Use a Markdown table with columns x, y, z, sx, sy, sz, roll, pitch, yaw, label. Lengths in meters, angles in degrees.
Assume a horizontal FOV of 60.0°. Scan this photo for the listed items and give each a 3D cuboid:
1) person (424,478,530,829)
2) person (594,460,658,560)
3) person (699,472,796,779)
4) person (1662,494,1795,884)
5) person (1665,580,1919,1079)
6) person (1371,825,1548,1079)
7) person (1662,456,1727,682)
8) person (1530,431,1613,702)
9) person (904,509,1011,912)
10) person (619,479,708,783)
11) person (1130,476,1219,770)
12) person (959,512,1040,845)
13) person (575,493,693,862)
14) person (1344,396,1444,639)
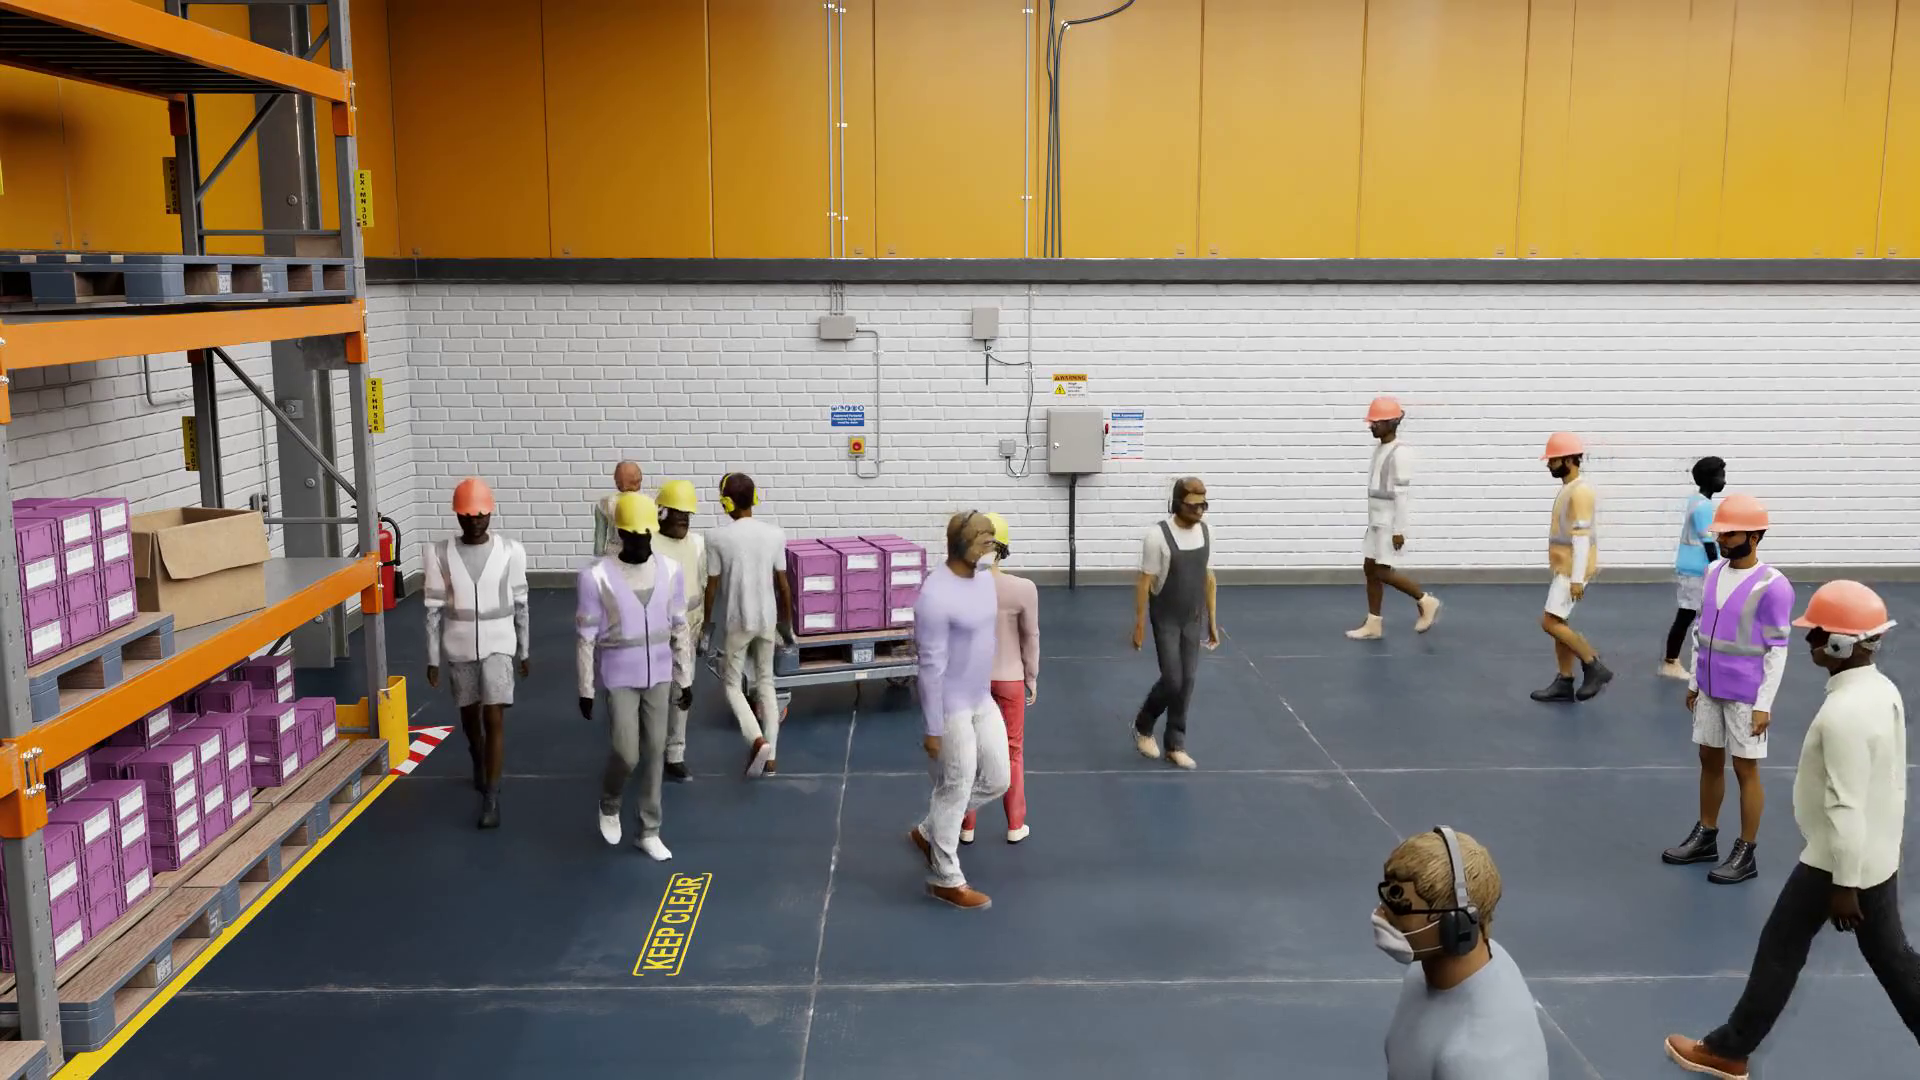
| x | y | z | sx | sy | sz | roll | pitch | yaw | label |
| --- | --- | --- | --- | --- | --- | --- | --- | --- | --- |
| -2.697 | 0.577 | 9.324 | 0.561 | 1.909 | 0.946 | -2 | 9 | -12 | person |
| -2.454 | 0.221 | 12.354 | 0.520 | 1.626 | 0.362 | -2 | 9 | -11 | person |
| -1.224 | 0.528 | 9.795 | 0.606 | 1.847 | 0.575 | -4 | 10 | -25 | person |
| 3.821 | 0.731 | 8.259 | 0.357 | 1.938 | 0.542 | -3 | 10 | -20 | person |
| 3.197 | 1.105 | 5.977 | 1.038 | 1.944 | 0.648 | 8 | 12 | 41 | person |
| 1.026 | 1.525 | 3.459 | 0.393 | 1.927 | 0.642 | 2 | 9 | 12 | person |
| 5.488 | 0.230 | 12.137 | 0.647 | 1.676 | 0.541 | 4 | 10 | 25 | person |
| 4.228 | 0.203 | 11.556 | 0.469 | 1.914 | 0.567 | 2 | 9 | 10 | person |
| -0.007 | 0.800 | 7.884 | 0.479 | 1.921 | 0.654 | 5 | 10 | 27 | person |
| -1.755 | 0.536 | 9.866 | 0.626 | 1.801 | 0.467 | -8 | 12 | -39 | person |
| 1.313 | 0.501 | 10.054 | 0.510 | 1.819 | 0.440 | -6 | 11 | -32 | person |
| 0.156 | 0.734 | 8.765 | 0.527 | 1.768 | 0.314 | 0 | 9 | 2 | person |
| -1.662 | 0.697 | 8.540 | 0.605 | 1.912 | 0.450 | -7 | 12 | -38 | person |
| 3.542 | -0.162 | 13.510 | 0.665 | 2.025 | 0.608 | -1 | 9 | -6 | person |
